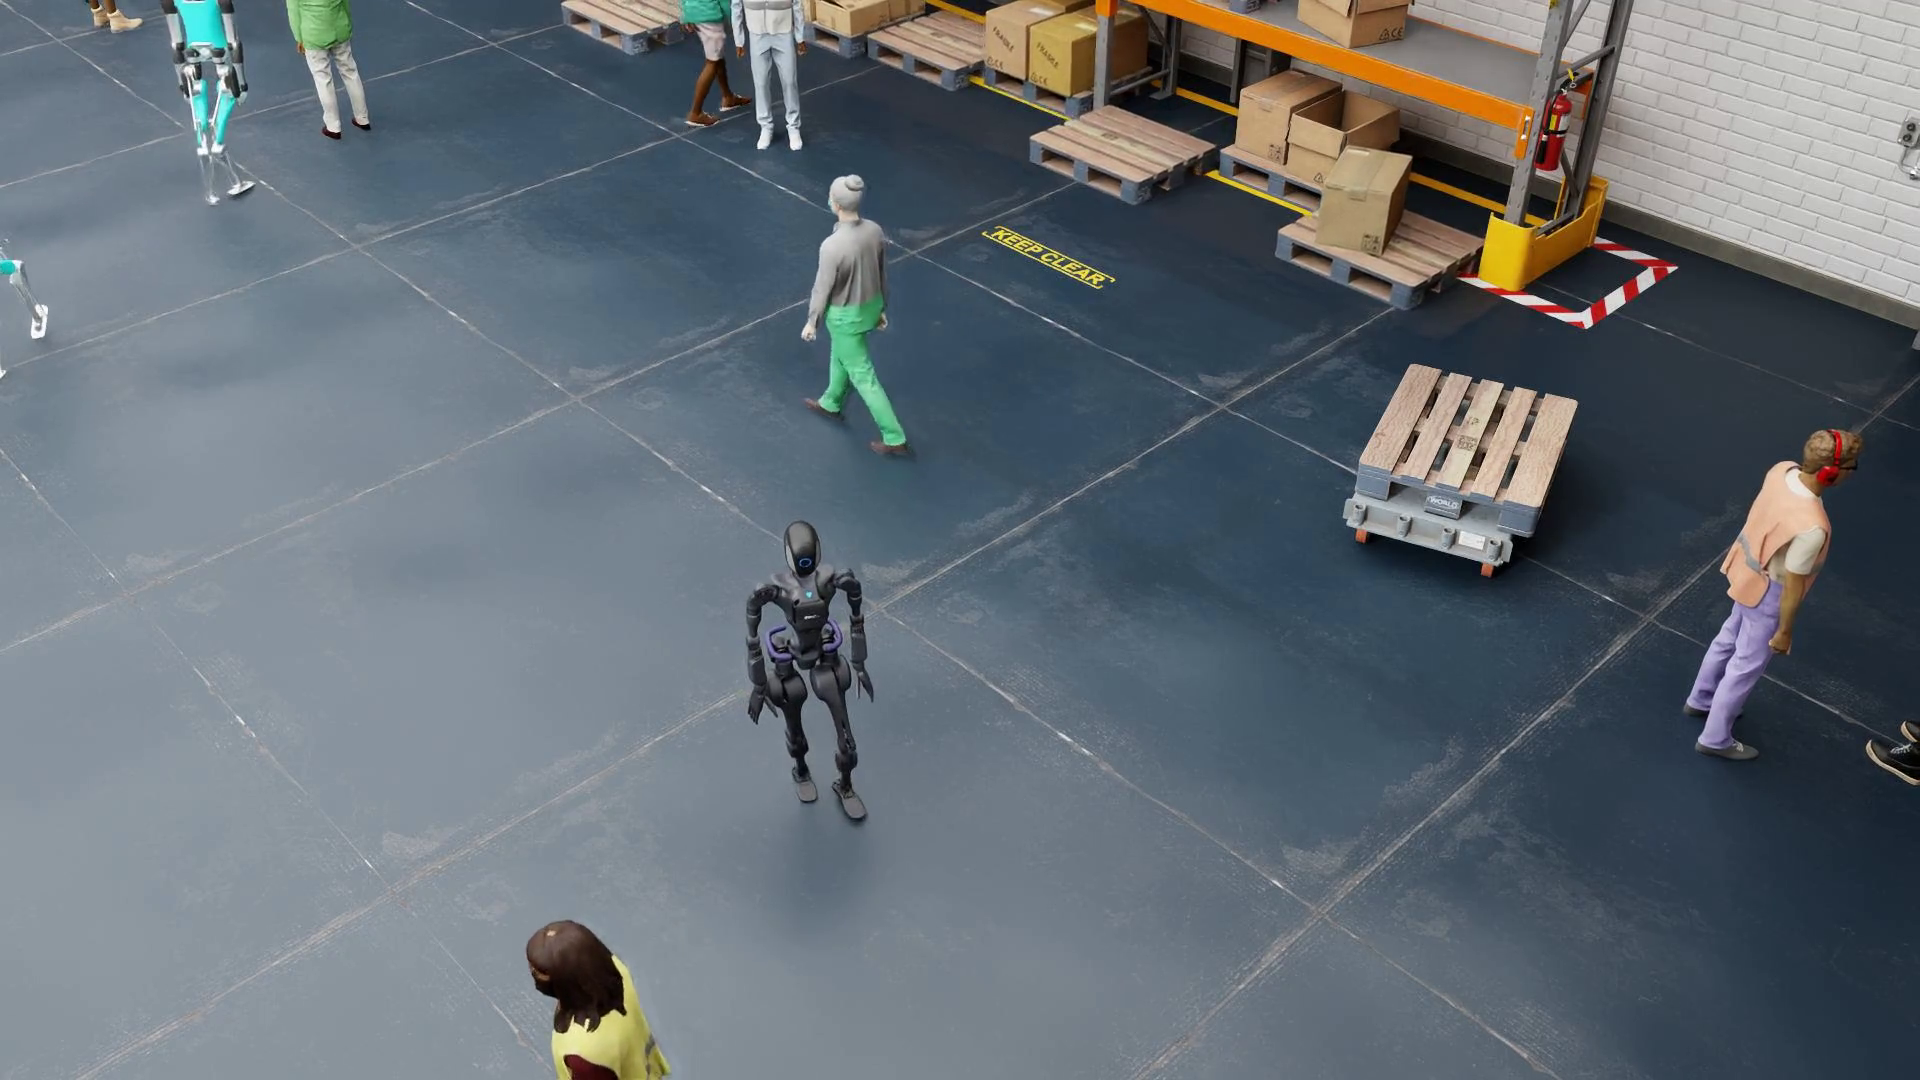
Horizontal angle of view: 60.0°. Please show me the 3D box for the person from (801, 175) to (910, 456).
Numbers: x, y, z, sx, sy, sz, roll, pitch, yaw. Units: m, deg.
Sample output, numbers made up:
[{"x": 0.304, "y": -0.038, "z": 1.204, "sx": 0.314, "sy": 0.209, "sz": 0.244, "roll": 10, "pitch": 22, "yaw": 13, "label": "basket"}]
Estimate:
[{"x": -0.649, "y": -1.381, "z": 10.097, "sx": 0.937, "sy": 1.795, "sz": 0.512, "roll": 22, "pitch": 43, "yaw": 27, "label": "person"}]

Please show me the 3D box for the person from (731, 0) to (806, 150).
[{"x": -1.568, "y": -4.159, "z": 13.684, "sx": 0.601, "sy": 1.906, "sz": 0.414, "roll": -2, "pitch": 37, "yaw": -3, "label": "person"}]

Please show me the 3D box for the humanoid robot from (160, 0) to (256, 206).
[{"x": -5.820, "y": -3.447, "z": 12.889, "sx": 0.562, "sy": 1.795, "sz": 0.795, "roll": -4, "pitch": 37, "yaw": -6, "label": "humanoid robot"}]

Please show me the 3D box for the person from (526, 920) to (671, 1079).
[{"x": -1.229, "y": 1.939, "z": 5.731, "sx": 0.462, "sy": 1.755, "sz": 0.502, "roll": -3, "pitch": 37, "yaw": -4, "label": "person"}]

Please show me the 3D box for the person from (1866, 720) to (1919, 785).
[{"x": 4.764, "y": 0.317, "z": 7.719, "sx": 0.596, "sy": 1.958, "sz": 0.370, "roll": -23, "pitch": 43, "yaw": -27, "label": "person"}]

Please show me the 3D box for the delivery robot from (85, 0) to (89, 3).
[{"x": -8.772, "y": -5.862, "z": 17.071, "sx": 0.499, "sy": 0.613, "sz": 0.816, "roll": -12, "pitch": 39, "yaw": -15, "label": "delivery robot"}]

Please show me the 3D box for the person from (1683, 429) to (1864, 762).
[{"x": 3.811, "y": 0.258, "z": 7.892, "sx": 0.380, "sy": 1.837, "sz": 0.562, "roll": 5, "pitch": 37, "yaw": 6, "label": "person"}]

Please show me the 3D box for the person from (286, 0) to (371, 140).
[{"x": -5.314, "y": -4.249, "z": 13.914, "sx": 0.390, "sy": 1.778, "sz": 0.534, "roll": 28, "pitch": 45, "yaw": 32, "label": "person"}]

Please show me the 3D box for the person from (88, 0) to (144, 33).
[{"x": -8.349, "y": -5.890, "z": 15.871, "sx": 0.604, "sy": 2.034, "sz": 0.386, "roll": 23, "pitch": 43, "yaw": 27, "label": "person"}]

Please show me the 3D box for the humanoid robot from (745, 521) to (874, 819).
[{"x": -0.692, "y": 0.596, "z": 7.579, "sx": 0.589, "sy": 1.643, "sz": 0.453, "roll": -12, "pitch": 39, "yaw": -16, "label": "humanoid robot"}]

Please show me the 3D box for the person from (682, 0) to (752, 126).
[{"x": -2.126, "y": -4.455, "z": 14.141, "sx": 0.751, "sy": 1.817, "sz": 0.509, "roll": -24, "pitch": 43, "yaw": -29, "label": "person"}]

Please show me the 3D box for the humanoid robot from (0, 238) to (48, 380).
[{"x": -6.478, "y": -1.962, "z": 10.943, "sx": 0.530, "sy": 1.777, "sz": 1.002, "roll": -1, "pitch": 37, "yaw": -2, "label": "humanoid robot"}]
